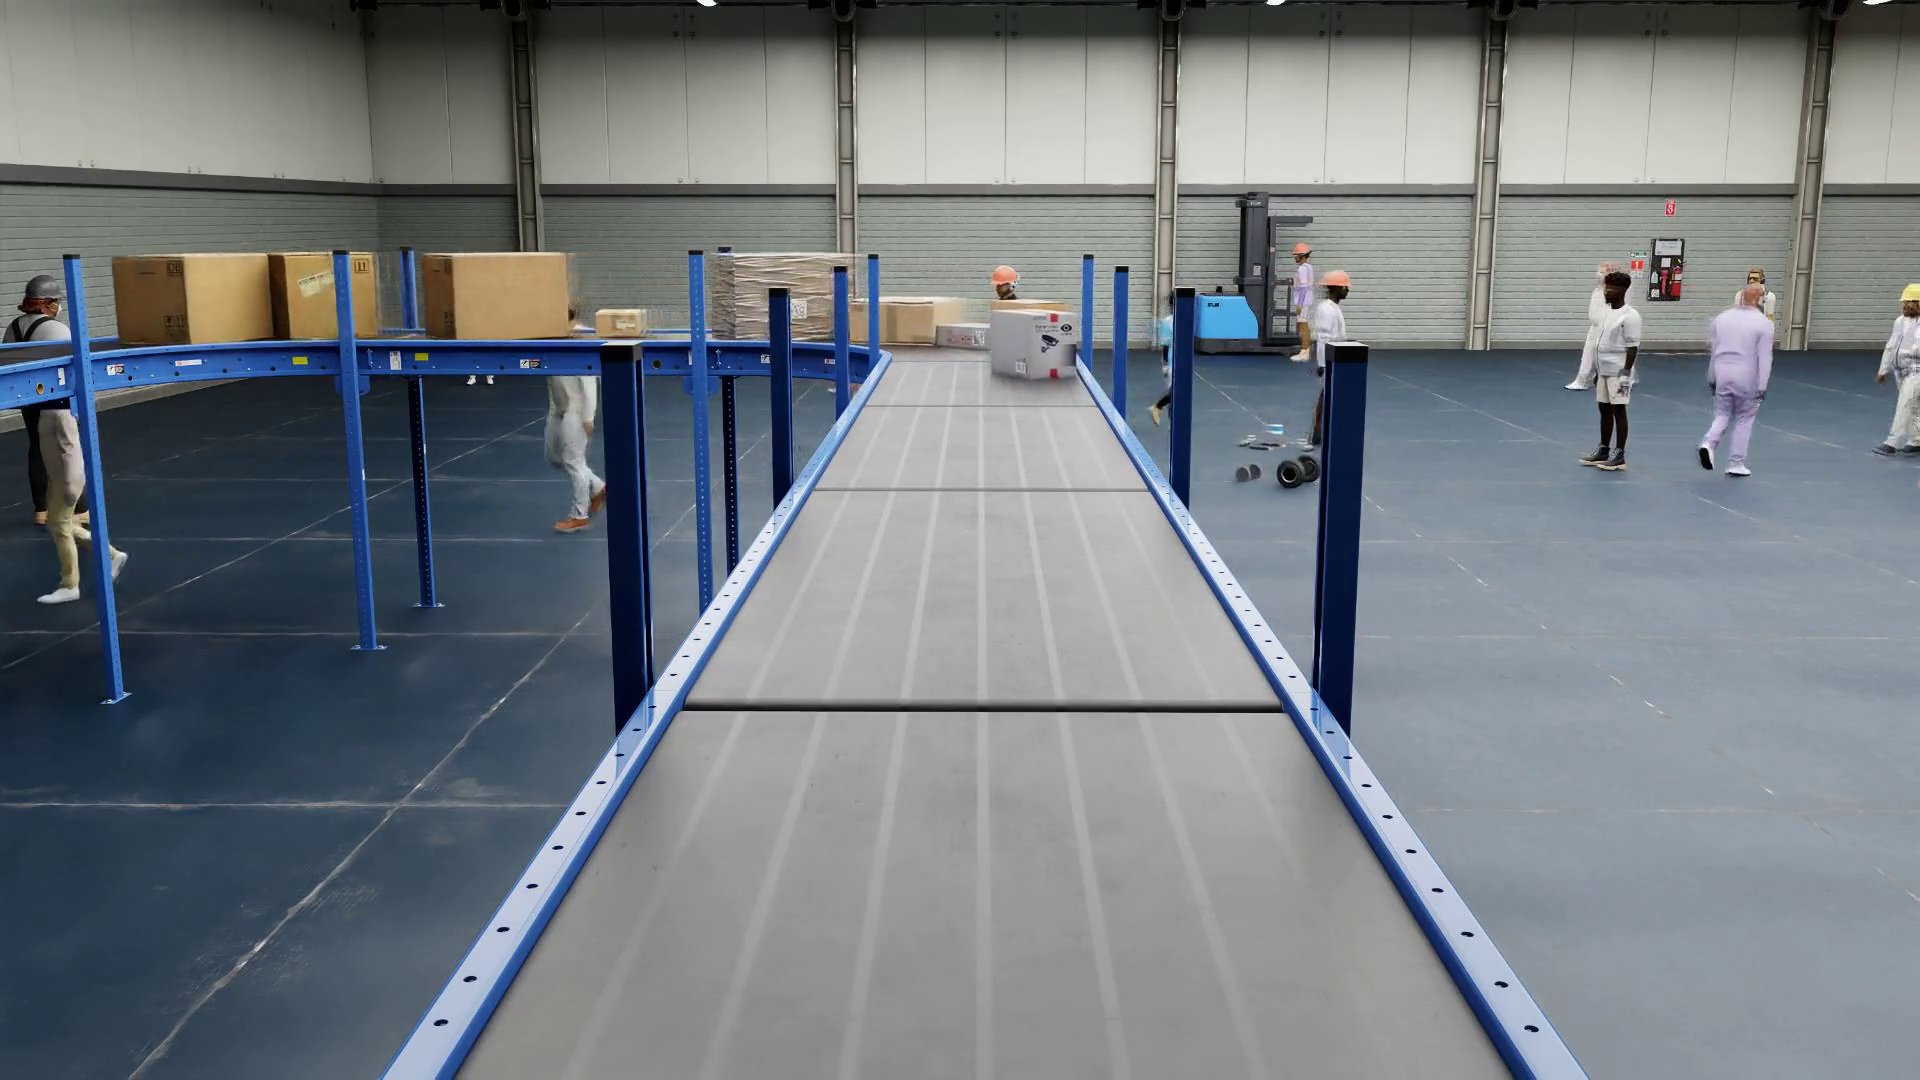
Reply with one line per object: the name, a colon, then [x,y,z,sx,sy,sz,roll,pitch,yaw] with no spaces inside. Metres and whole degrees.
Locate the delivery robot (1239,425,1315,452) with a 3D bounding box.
delivery robot: [3.011,-0.977,15.773,0.698,0.223,0.335,7,13,33]

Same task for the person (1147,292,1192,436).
person: [2.430,-2.043,19.151,0.600,1.684,0.534,8,14,37]

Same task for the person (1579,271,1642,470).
person: [6.507,-1.688,16.628,0.413,1.964,0.621,-2,11,-8]

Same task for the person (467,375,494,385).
person: [-7.222,-3.149,24.942,0.522,1.640,0.306,-2,11,-8]

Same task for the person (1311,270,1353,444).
person: [4.162,-2.002,18.322,0.577,1.917,0.553,2,11,12]

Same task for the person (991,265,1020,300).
person: [0.484,-1.906,17.645,0.380,1.993,0.610,-8,13,-35]

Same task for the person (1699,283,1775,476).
person: [7.519,-1.550,16.117,0.535,1.876,0.653,-7,13,-32]

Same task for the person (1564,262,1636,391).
person: [9.357,-3.079,24.049,1.035,1.859,0.651,-2,11,-9]

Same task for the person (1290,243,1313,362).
person: [5.940,-4.136,28.973,0.396,2.042,0.611,4,12,22]

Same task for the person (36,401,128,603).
person: [-5.791,-0.395,10.846,0.487,1.606,0.543,-8,14,-36]

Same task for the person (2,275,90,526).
person: [-7.400,-1.127,13.628,0.690,2.000,0.538,4,12,21]

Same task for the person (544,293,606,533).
person: [-3.076,-1.033,13.342,0.517,1.922,0.644,-9,14,-40]

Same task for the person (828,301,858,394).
person: [-1.657,-2.925,23.647,0.427,1.684,0.550,1,11,3]

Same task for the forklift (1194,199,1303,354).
forklift: [5.313,-4.851,30.603,1.873,2.768,1.129,0,11,1]

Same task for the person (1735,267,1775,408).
person: [10.396,-2.655,21.875,0.508,1.846,0.345,9,14,40]

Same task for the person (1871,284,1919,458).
person: [9.828,-1.762,17.389,0.824,1.798,0.629,-2,11,-10]

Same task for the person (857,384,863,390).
person: [-0.800,-1.405,15.794,0.922,1.713,0.542,3,11,16]
